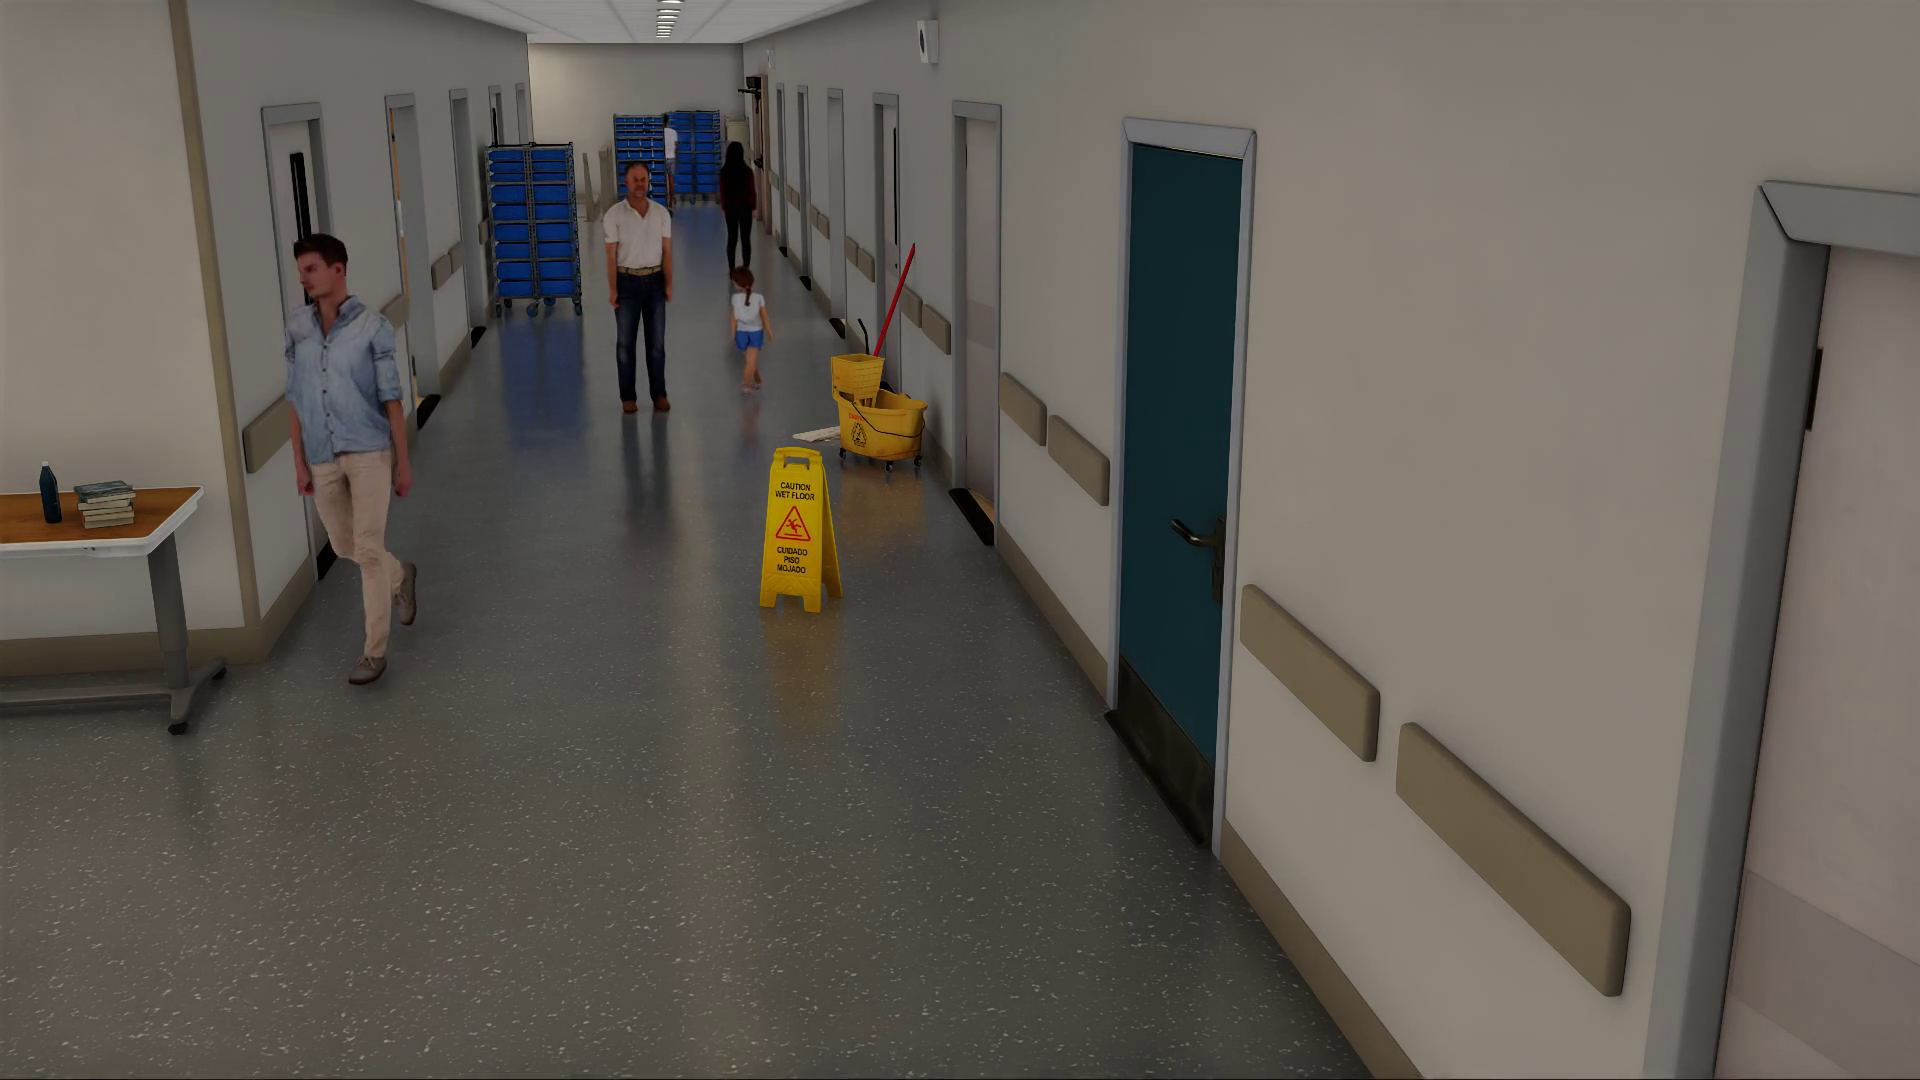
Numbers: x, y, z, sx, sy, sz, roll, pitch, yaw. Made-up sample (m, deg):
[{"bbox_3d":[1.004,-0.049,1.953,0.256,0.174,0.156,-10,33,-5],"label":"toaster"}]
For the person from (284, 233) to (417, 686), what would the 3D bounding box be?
[{"bbox_3d":[-2.536,-0.365,7.035,0.877,1.815,1.177,2,16,6],"label":"person"}]

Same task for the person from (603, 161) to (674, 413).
[{"bbox_3d":[-2.389,-1.888,12.375,0.673,1.850,0.597,-5,16,-16],"label":"person"}]

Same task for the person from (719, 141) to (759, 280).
[{"bbox_3d":[-2.697,-4.014,20.270,0.641,1.657,0.597,2,16,6],"label":"person"}]

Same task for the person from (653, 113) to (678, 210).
[{"bbox_3d":[-5.420,-6.994,30.720,0.734,1.723,0.716,-9,18,-28],"label":"person"}]

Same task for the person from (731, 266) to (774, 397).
[{"bbox_3d":[-1.654,-1.602,12.946,0.604,0.989,0.802,3,16,9],"label":"person"}]
